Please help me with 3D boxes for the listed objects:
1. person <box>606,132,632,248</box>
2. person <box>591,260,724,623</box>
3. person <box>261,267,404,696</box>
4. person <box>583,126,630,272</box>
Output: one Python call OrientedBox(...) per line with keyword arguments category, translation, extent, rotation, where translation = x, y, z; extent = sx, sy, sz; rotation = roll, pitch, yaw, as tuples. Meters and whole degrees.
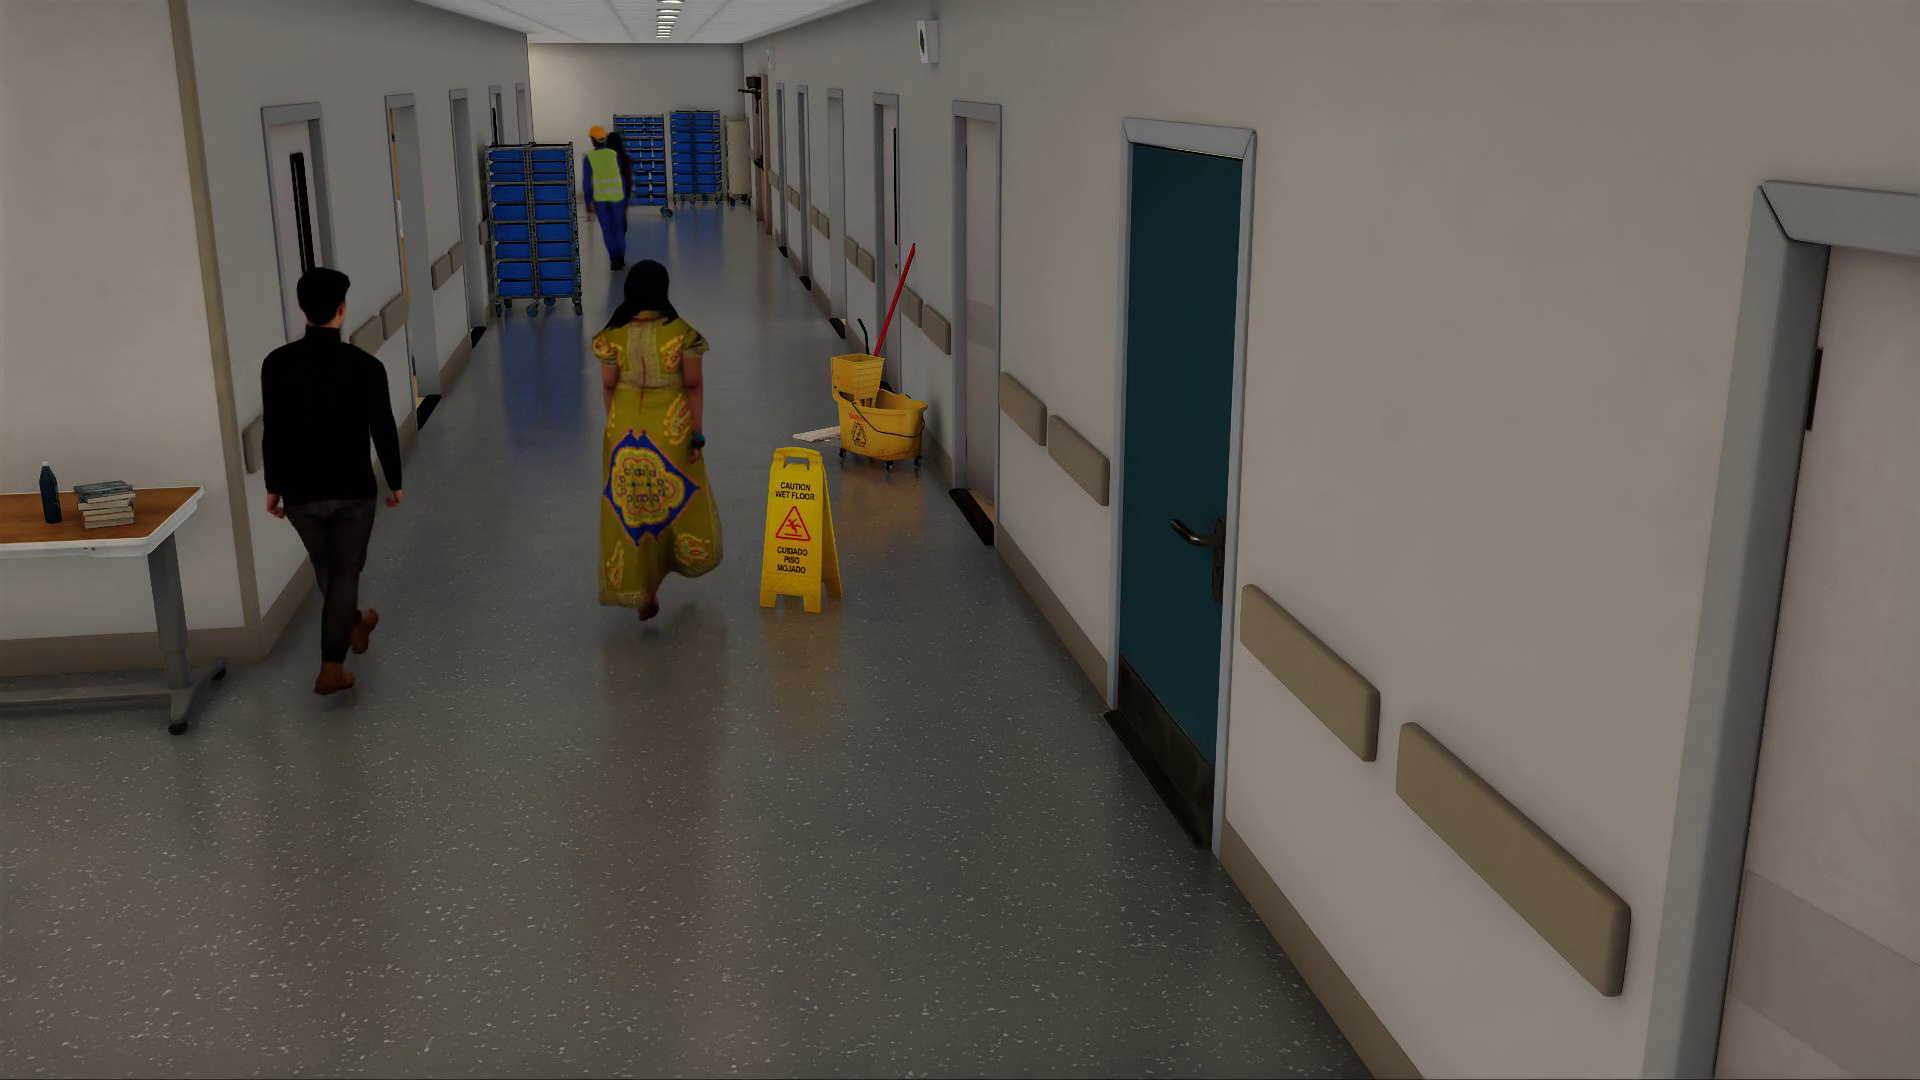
OrientedBox(category="person", translation=(-4.791, -4.895, 23.434), extent=(0.701, 1.637, 0.879), rotation=(-6, 17, -22))
OrientedBox(category="person", translation=(-1.416, -0.420, 7.608), extent=(0.757, 1.611, 1.303), rotation=(-2, 16, -7))
OrientedBox(category="person", translation=(-2.562, -0.200, 6.697), extent=(0.759, 1.681, 1.115), rotation=(-1, 16, -2))
OrientedBox(category="person", translation=(-4.443, -4.297, 21.015), extent=(0.770, 1.798, 0.762), rotation=(-6, 17, -21))
